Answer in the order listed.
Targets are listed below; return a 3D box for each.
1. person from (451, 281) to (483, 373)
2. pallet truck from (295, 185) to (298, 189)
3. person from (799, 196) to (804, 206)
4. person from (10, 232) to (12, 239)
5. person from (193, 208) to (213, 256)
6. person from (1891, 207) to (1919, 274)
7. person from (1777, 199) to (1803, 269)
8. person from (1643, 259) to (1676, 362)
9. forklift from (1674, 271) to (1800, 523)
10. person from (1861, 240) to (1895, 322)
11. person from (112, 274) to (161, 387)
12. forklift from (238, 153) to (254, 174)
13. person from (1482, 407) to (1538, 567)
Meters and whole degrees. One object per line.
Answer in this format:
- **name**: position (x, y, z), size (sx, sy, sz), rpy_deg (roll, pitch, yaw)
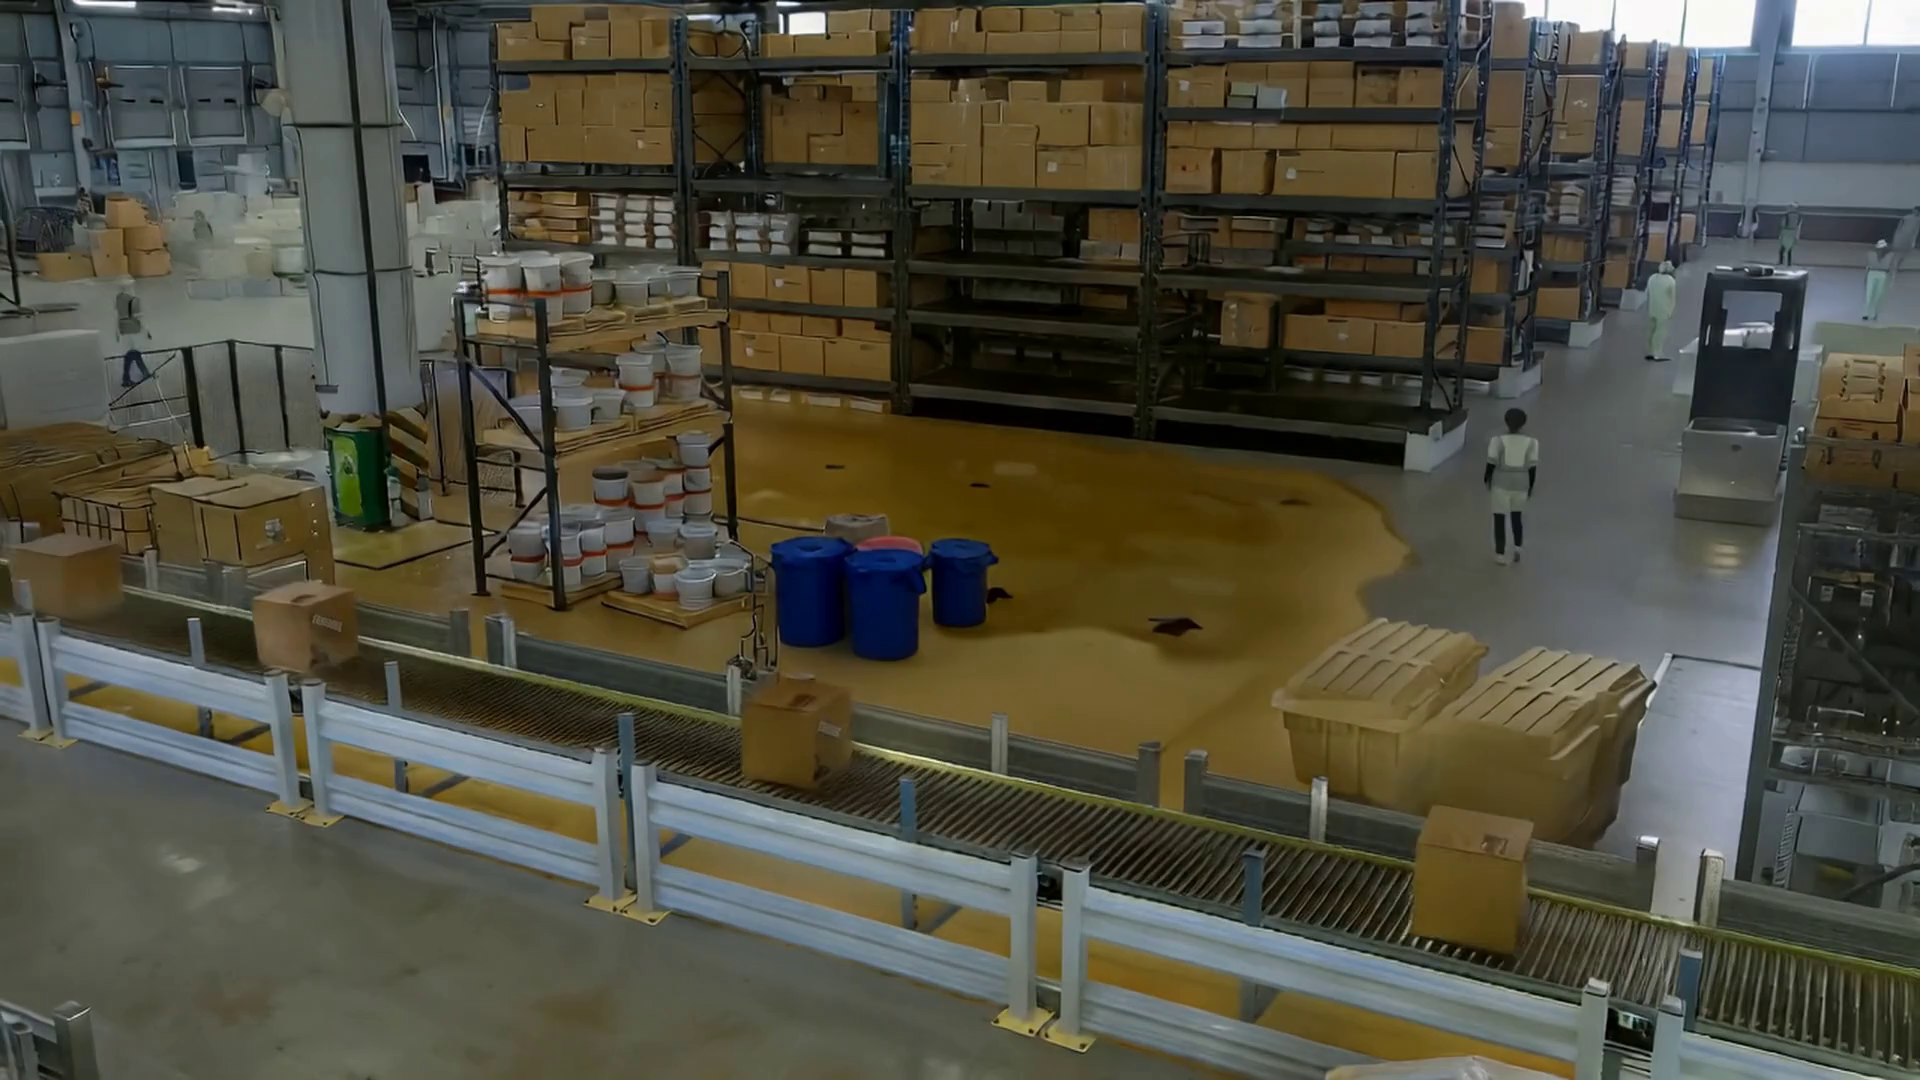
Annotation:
- **person**: position (-8.686, -3.717, 29.343), size (0.547, 1.695, 0.320), rpy_deg (-10, 18, -34)
- **pallet truck**: position (-26.804, -14.617, 69.738), size (1.885, 1.965, 0.823), rpy_deg (-14, 20, -42)
- **person**: position (-5.253, -10.984, 56.859), size (0.534, 1.594, 0.869), rpy_deg (4, 15, 14)
- **person**: position (-33.214, -11.232, 57.642), size (0.831, 1.656, 0.548), rpy_deg (-2, 15, -6)
- **person**: position (-20.490, -8.040, 45.165), size (0.638, 1.924, 0.743), rpy_deg (9, 17, 30)
- **person**: position (26.522, -8.385, 46.546), size (0.713, 1.867, 0.595), rpy_deg (-4, 15, -15)
- **person**: position (23.614, -8.680, 47.349), size (0.646, 2.031, 0.405), rpy_deg (1, 15, 2)
- **person**: position (13.130, -4.295, 31.133), size (0.399, 1.900, 0.643), rpy_deg (-6, 16, -22)
- **forklift**: position (9.269, -1.763, 19.726), size (1.129, 2.768, 1.873), rpy_deg (8, 17, 27)
- **person**: position (20.209, -5.707, 36.628), size (0.588, 1.789, 0.958), rpy_deg (12, 19, 37)
- **person**: position (-14.131, -3.615, 28.564), size (0.568, 1.893, 0.922), rpy_deg (6, 16, 21)
- **forklift**: position (-26.170, -12.804, 61.235), size (1.873, 2.768, 1.129), rpy_deg (-3, 15, -10)
- **person**: position (5.767, -0.560, 17.479), size (0.533, 1.681, 0.419), rpy_deg (1, 15, 3)
